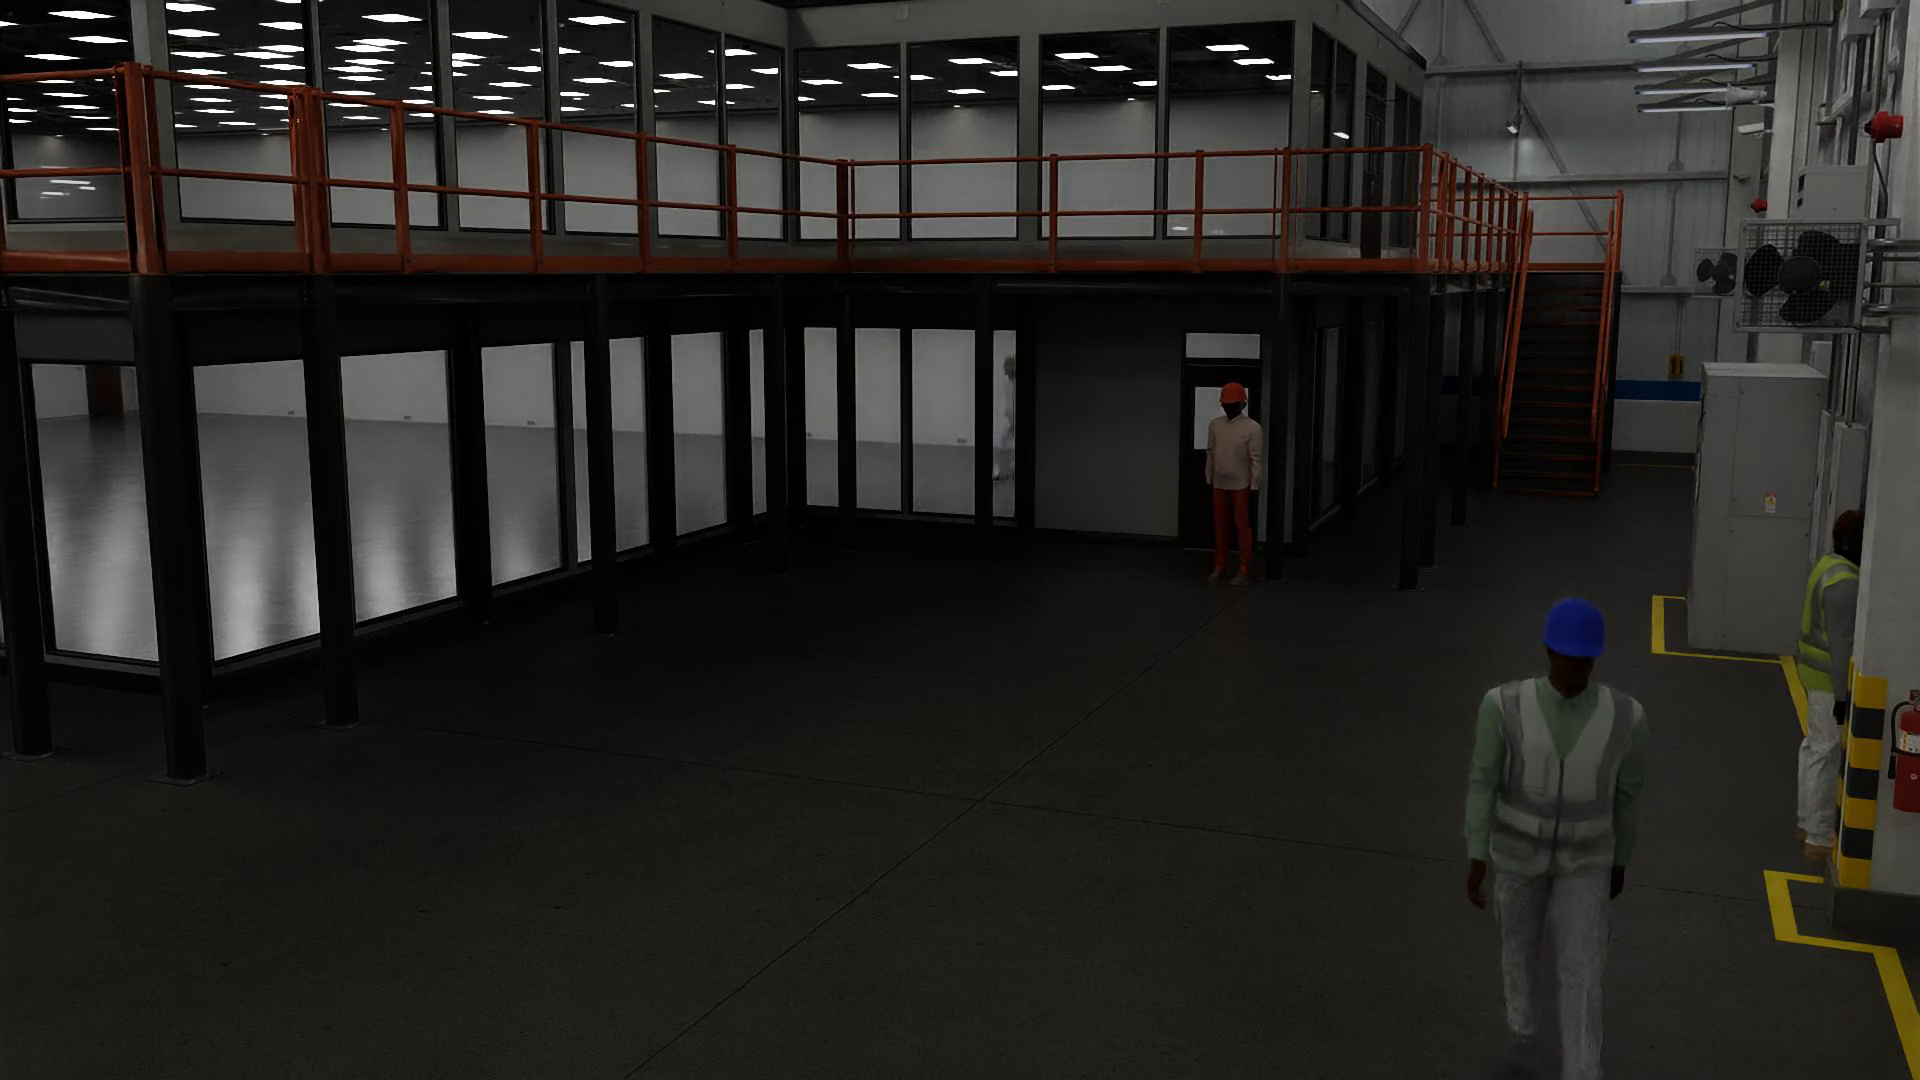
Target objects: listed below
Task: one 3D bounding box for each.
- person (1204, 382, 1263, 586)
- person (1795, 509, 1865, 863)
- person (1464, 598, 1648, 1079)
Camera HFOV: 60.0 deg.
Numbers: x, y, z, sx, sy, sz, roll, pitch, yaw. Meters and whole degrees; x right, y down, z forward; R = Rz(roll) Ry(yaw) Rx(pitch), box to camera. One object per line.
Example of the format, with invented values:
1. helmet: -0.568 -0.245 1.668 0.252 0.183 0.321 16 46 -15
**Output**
1. person: 2.643 -0.545 16.187 0.613 1.986 0.408 8 12 42
2. person: 4.581 0.751 8.641 0.430 1.841 0.623 4 10 22
3. person: 2.137 1.150 5.996 0.613 1.891 1.000 3 10 17
